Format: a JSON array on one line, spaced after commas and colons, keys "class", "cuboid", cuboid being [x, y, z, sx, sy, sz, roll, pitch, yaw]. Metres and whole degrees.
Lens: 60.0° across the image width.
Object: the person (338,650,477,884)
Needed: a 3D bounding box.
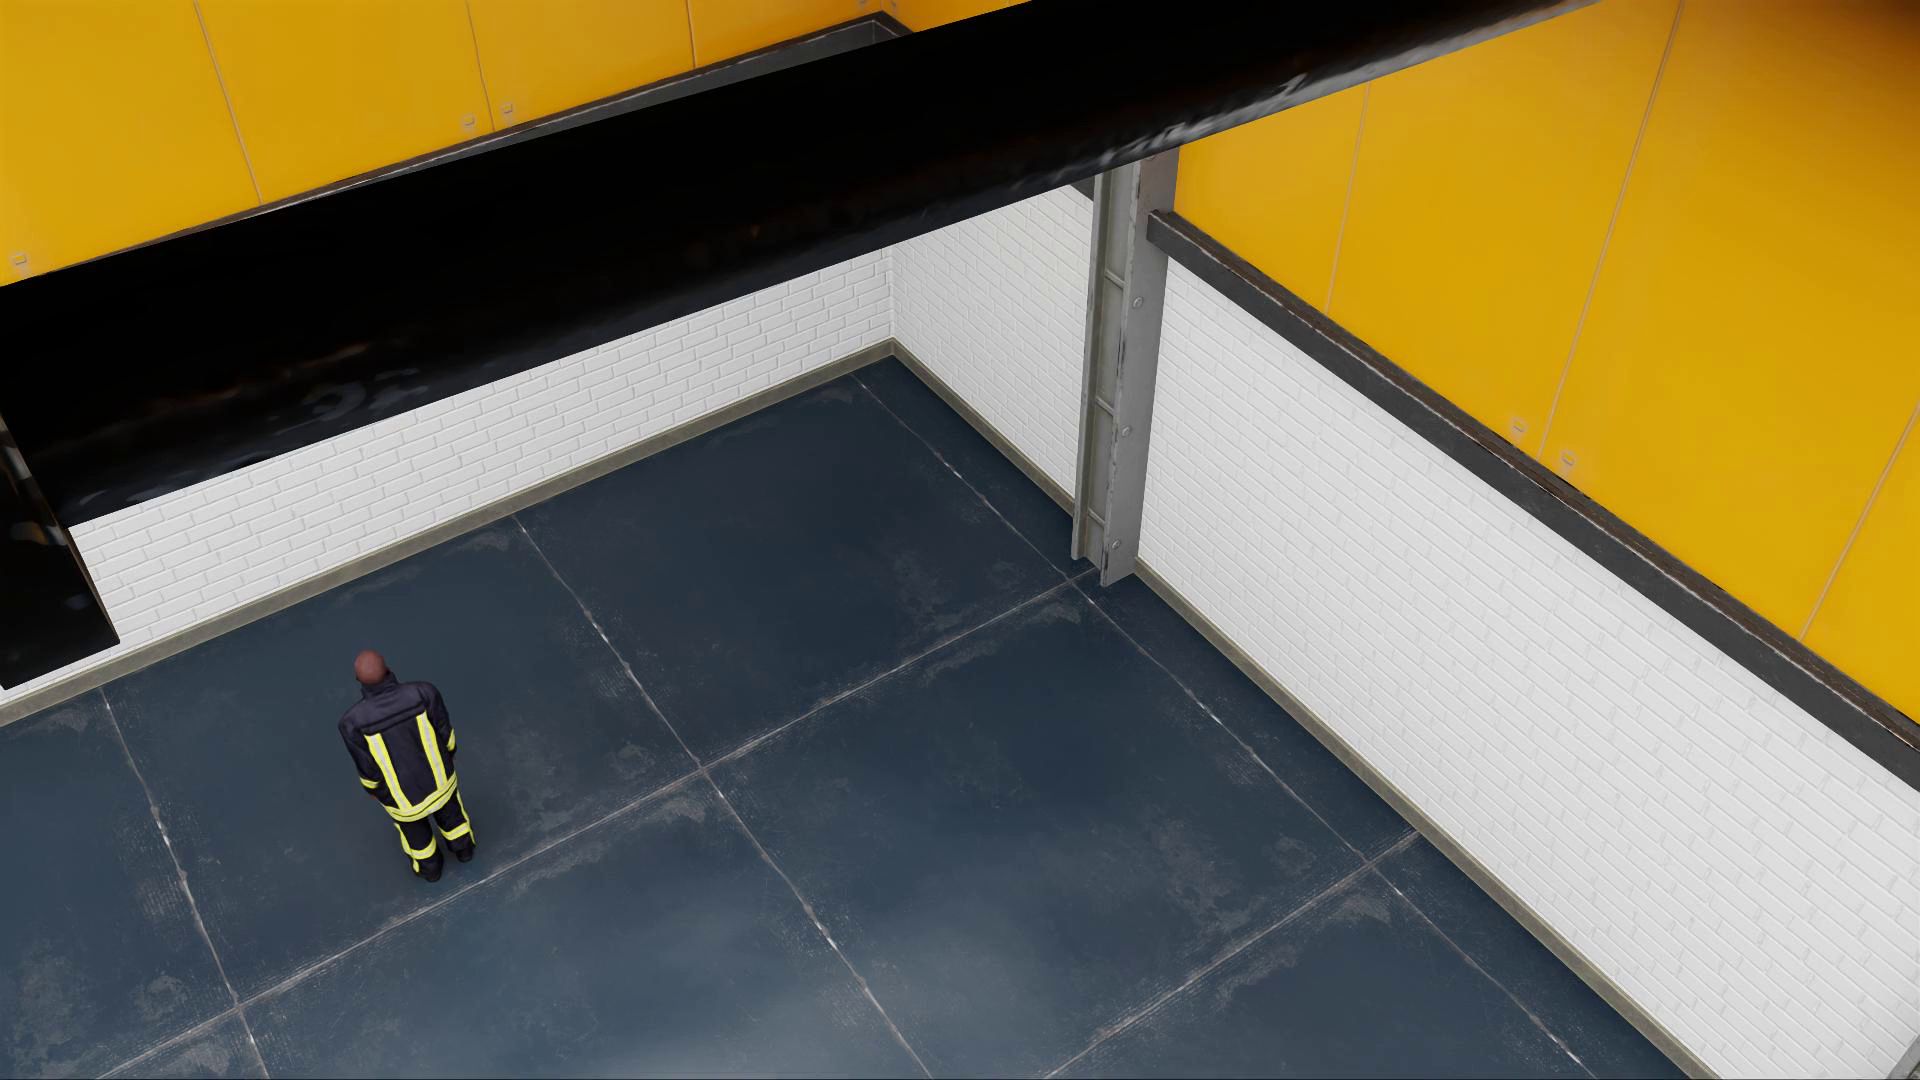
[{"class": "person", "cuboid": [-3.190, 1.289, 9.622, 0.731, 1.821, 0.639, -25, 49, -24]}]
